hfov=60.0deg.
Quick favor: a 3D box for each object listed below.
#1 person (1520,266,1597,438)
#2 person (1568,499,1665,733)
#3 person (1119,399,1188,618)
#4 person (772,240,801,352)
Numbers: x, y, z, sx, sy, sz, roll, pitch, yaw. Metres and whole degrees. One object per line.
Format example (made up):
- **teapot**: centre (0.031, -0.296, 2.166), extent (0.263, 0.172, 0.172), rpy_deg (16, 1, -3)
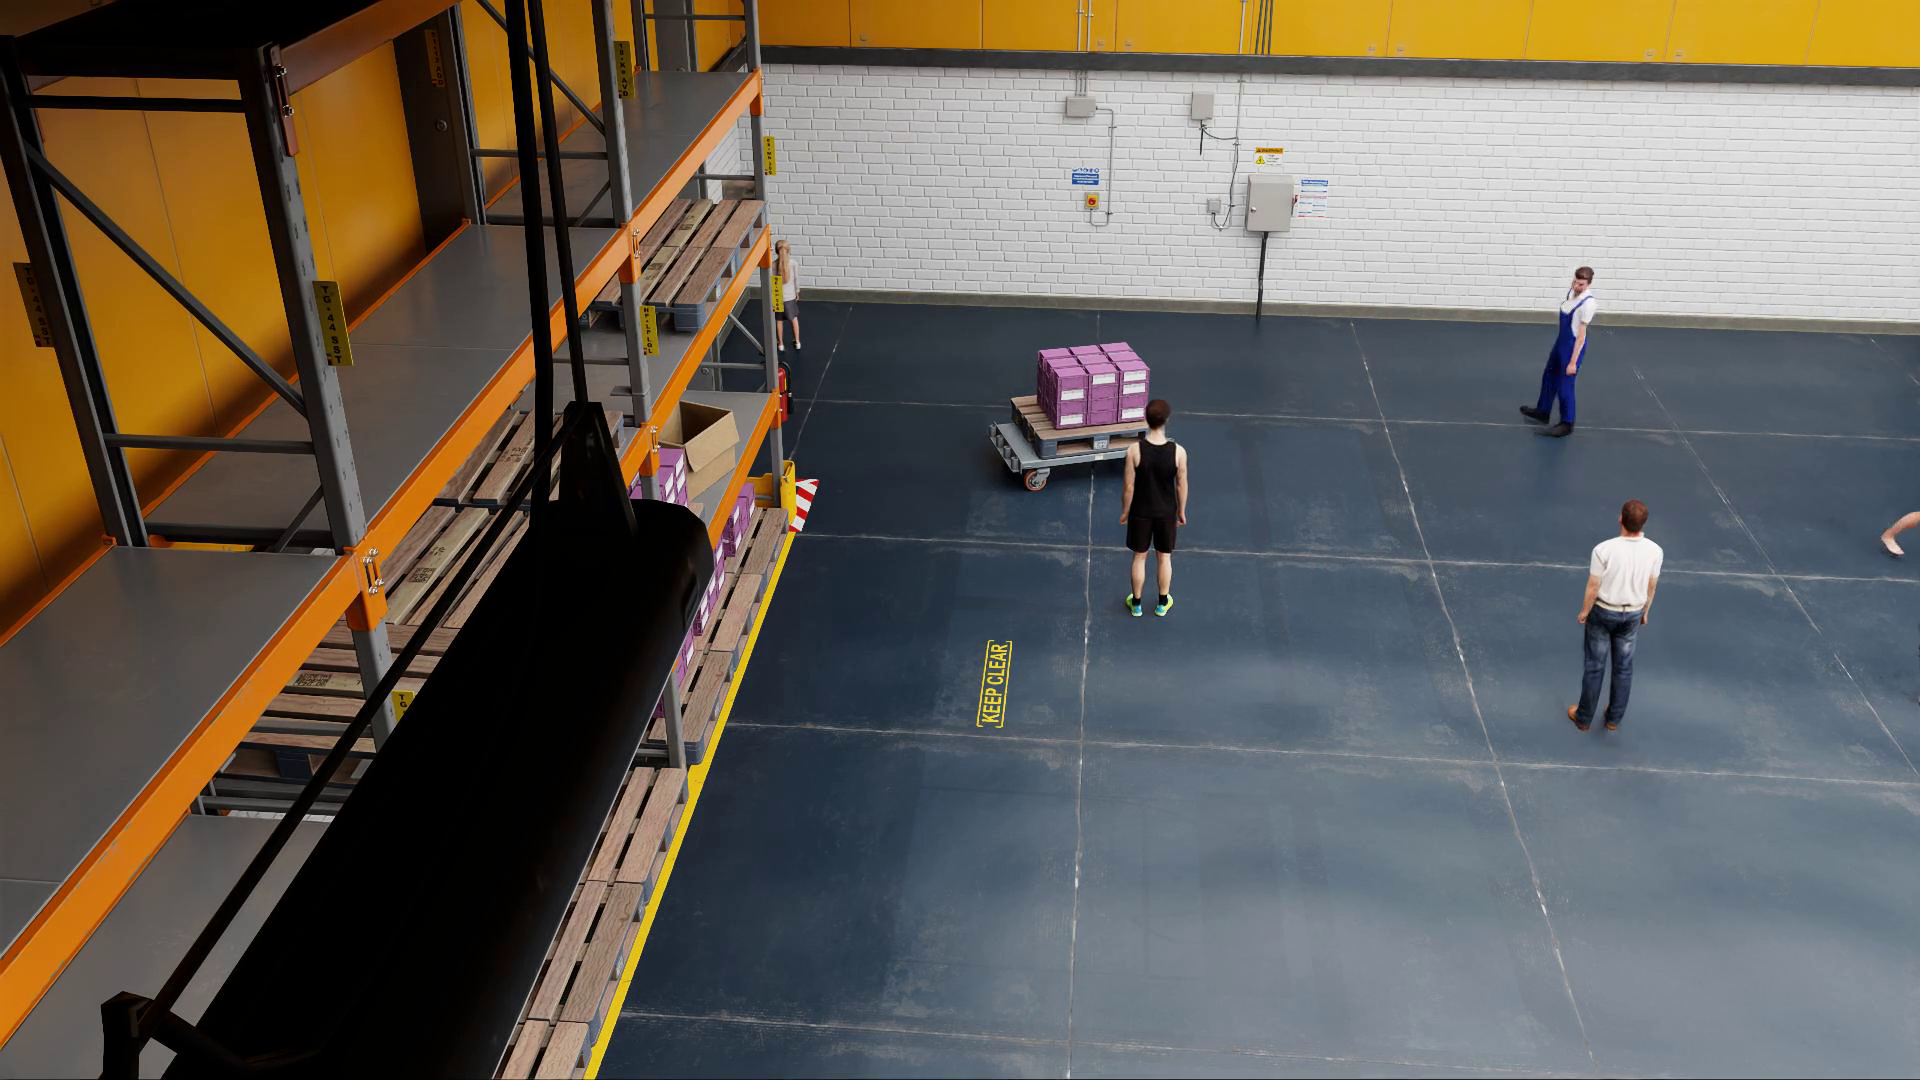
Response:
- **person**: centre (6.078, -1.903, 16.619), extent (0.994, 1.819, 0.635), rpy_deg (4, 29, 8)
- **person**: centre (4.763, 0.553, 12.080), extent (0.663, 1.856, 0.566), rpy_deg (1, 29, 2)
- **person**: centre (1.567, -0.244, 13.503), extent (0.689, 1.891, 0.553), rpy_deg (1, 29, 3)
- **person**: centre (-1.980, -2.774, 18.785), extent (0.578, 1.274, 0.612), rpy_deg (-9, 30, -16)
